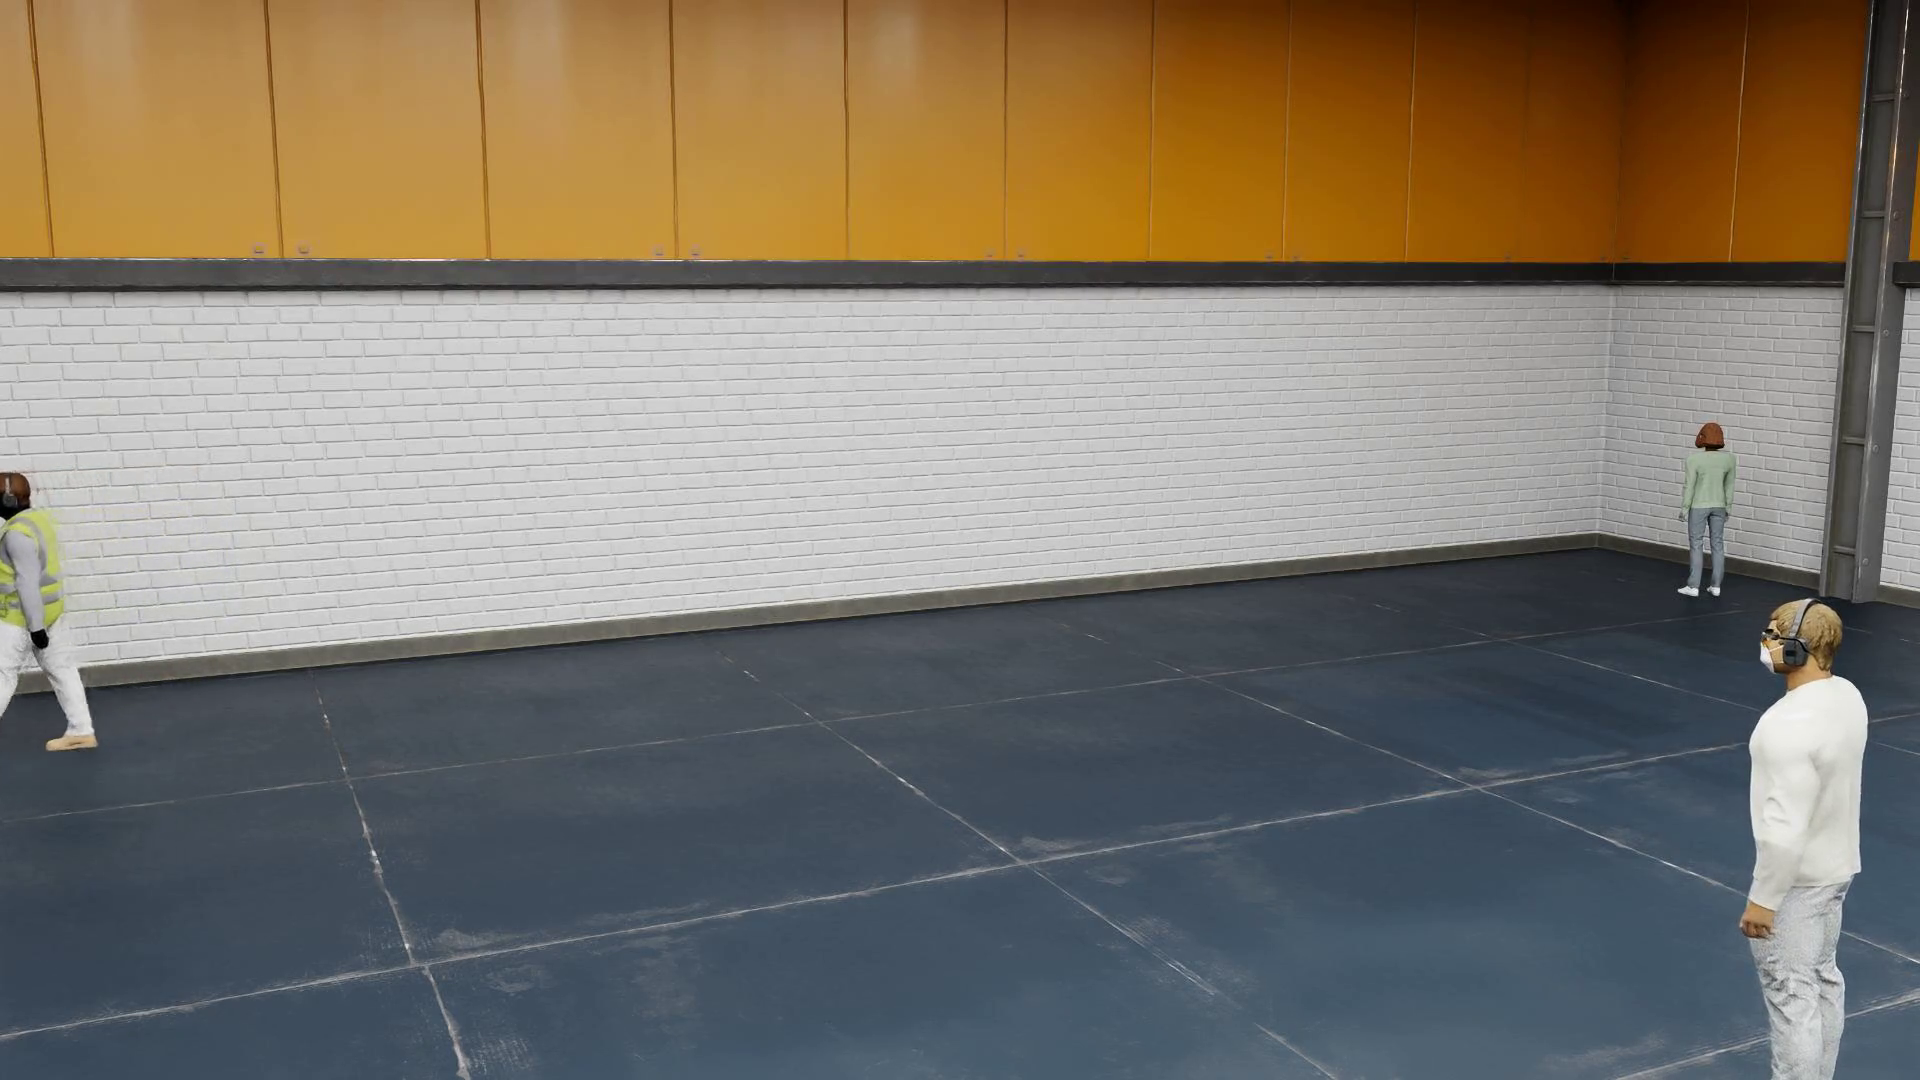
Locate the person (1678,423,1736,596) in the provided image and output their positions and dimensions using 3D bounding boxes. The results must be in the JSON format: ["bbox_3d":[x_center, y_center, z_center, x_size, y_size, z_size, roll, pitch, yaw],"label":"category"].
[{"bbox_3d":[6.996,-0.284,15.588,0.507,1.633,0.277,-1,9,-7],"label":"person"}]

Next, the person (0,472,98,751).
[{"bbox_3d":[-5.939,0.475,10.374,0.942,1.798,0.631,-2,9,-14],"label":"person"}]

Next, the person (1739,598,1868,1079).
[{"bbox_3d":[2.870,1.155,5.717,0.628,1.939,0.375,-9,13,-44],"label":"person"}]
